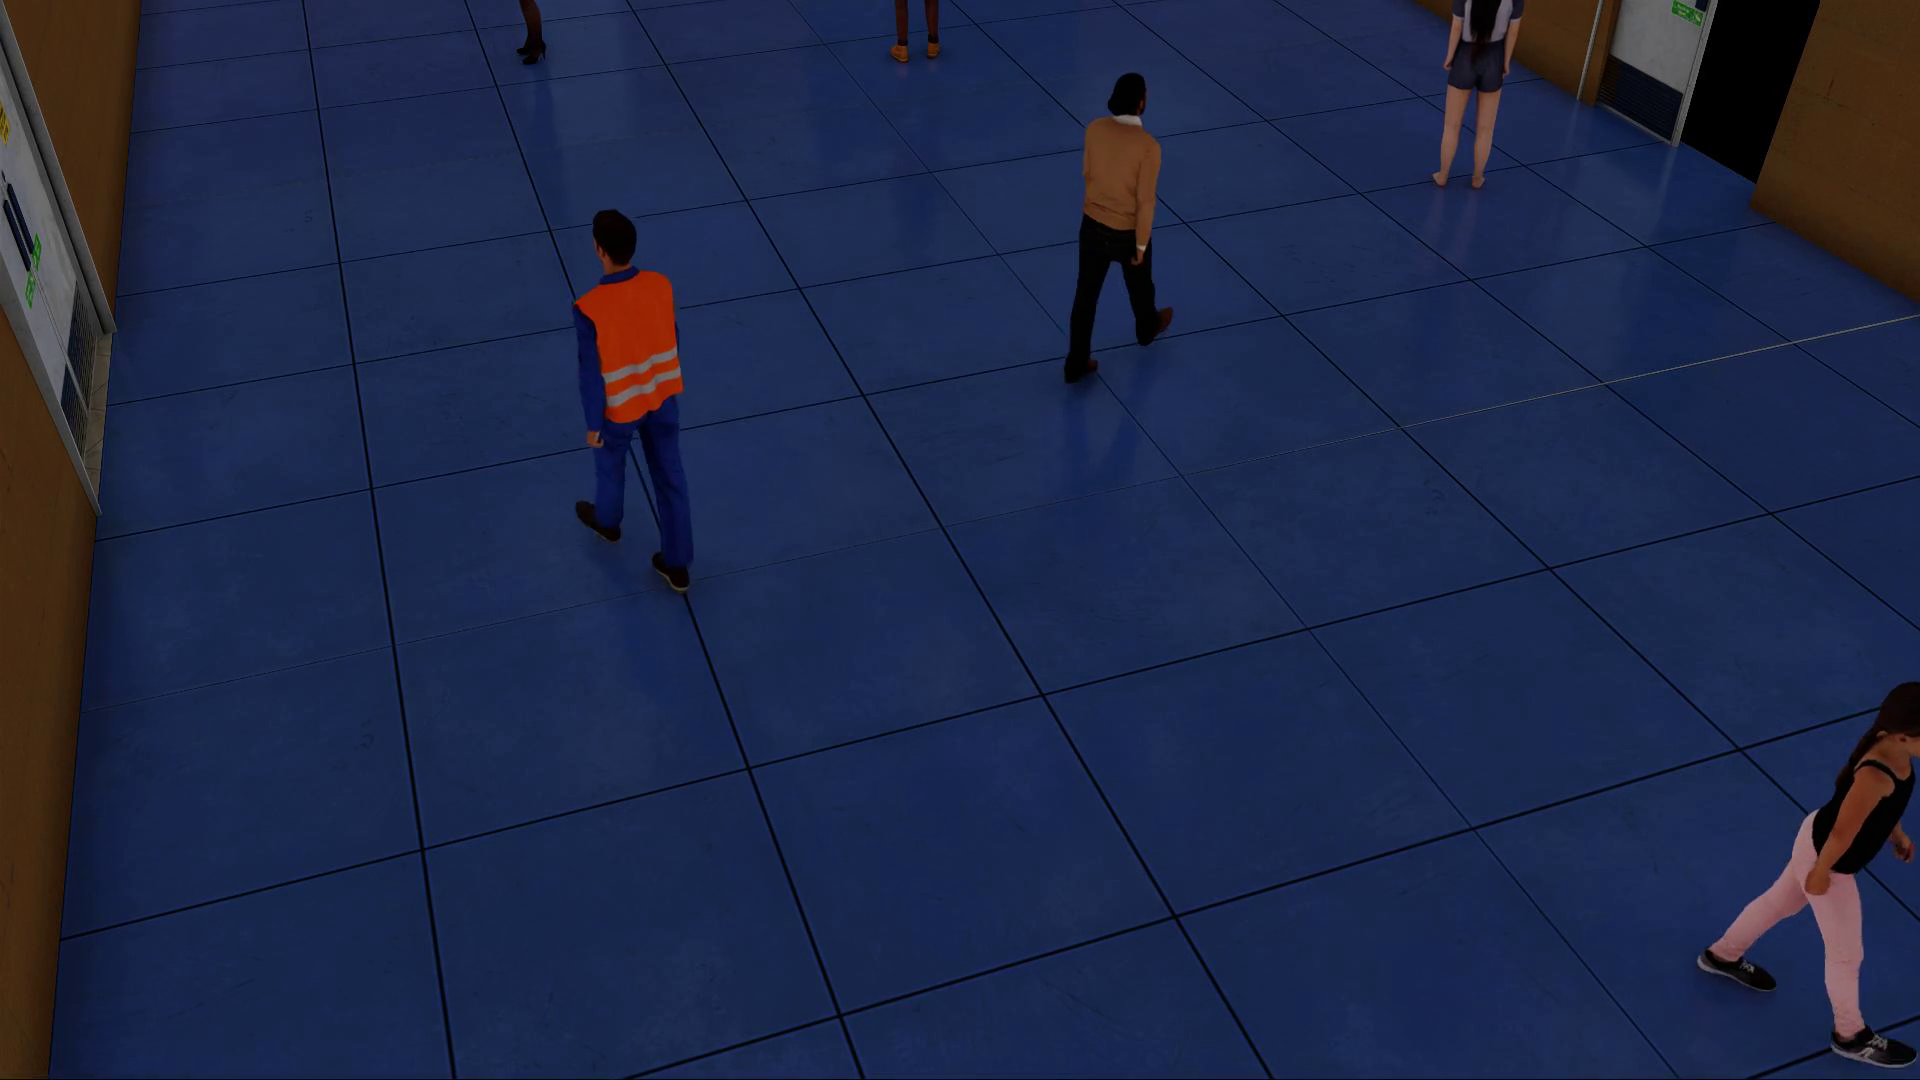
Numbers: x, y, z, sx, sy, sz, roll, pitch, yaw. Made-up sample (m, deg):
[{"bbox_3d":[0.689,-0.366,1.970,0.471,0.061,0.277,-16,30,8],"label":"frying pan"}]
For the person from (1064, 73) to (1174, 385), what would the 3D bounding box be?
[{"bbox_3d":[0.791,-1.634,9.018,1.075,1.709,1.238,23,43,28],"label":"person"}]

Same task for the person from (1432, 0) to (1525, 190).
[{"bbox_3d":[3.450,-3.137,11.070,0.629,1.650,0.732,8,38,11],"label":"person"}]

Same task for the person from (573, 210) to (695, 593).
[{"bbox_3d":[-1.414,-0.566,7.490,1.096,1.835,1.006,-26,44,-31],"label":"person"}]

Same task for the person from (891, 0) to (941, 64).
[{"bbox_3d":[-0.372,-4.619,12.980,0.543,1.727,0.679,-10,38,-13],"label":"person"}]

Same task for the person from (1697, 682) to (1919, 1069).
[{"bbox_3d":[2.868,1.041,5.602,0.950,1.531,0.946,19,41,24],"label":"person"}]
